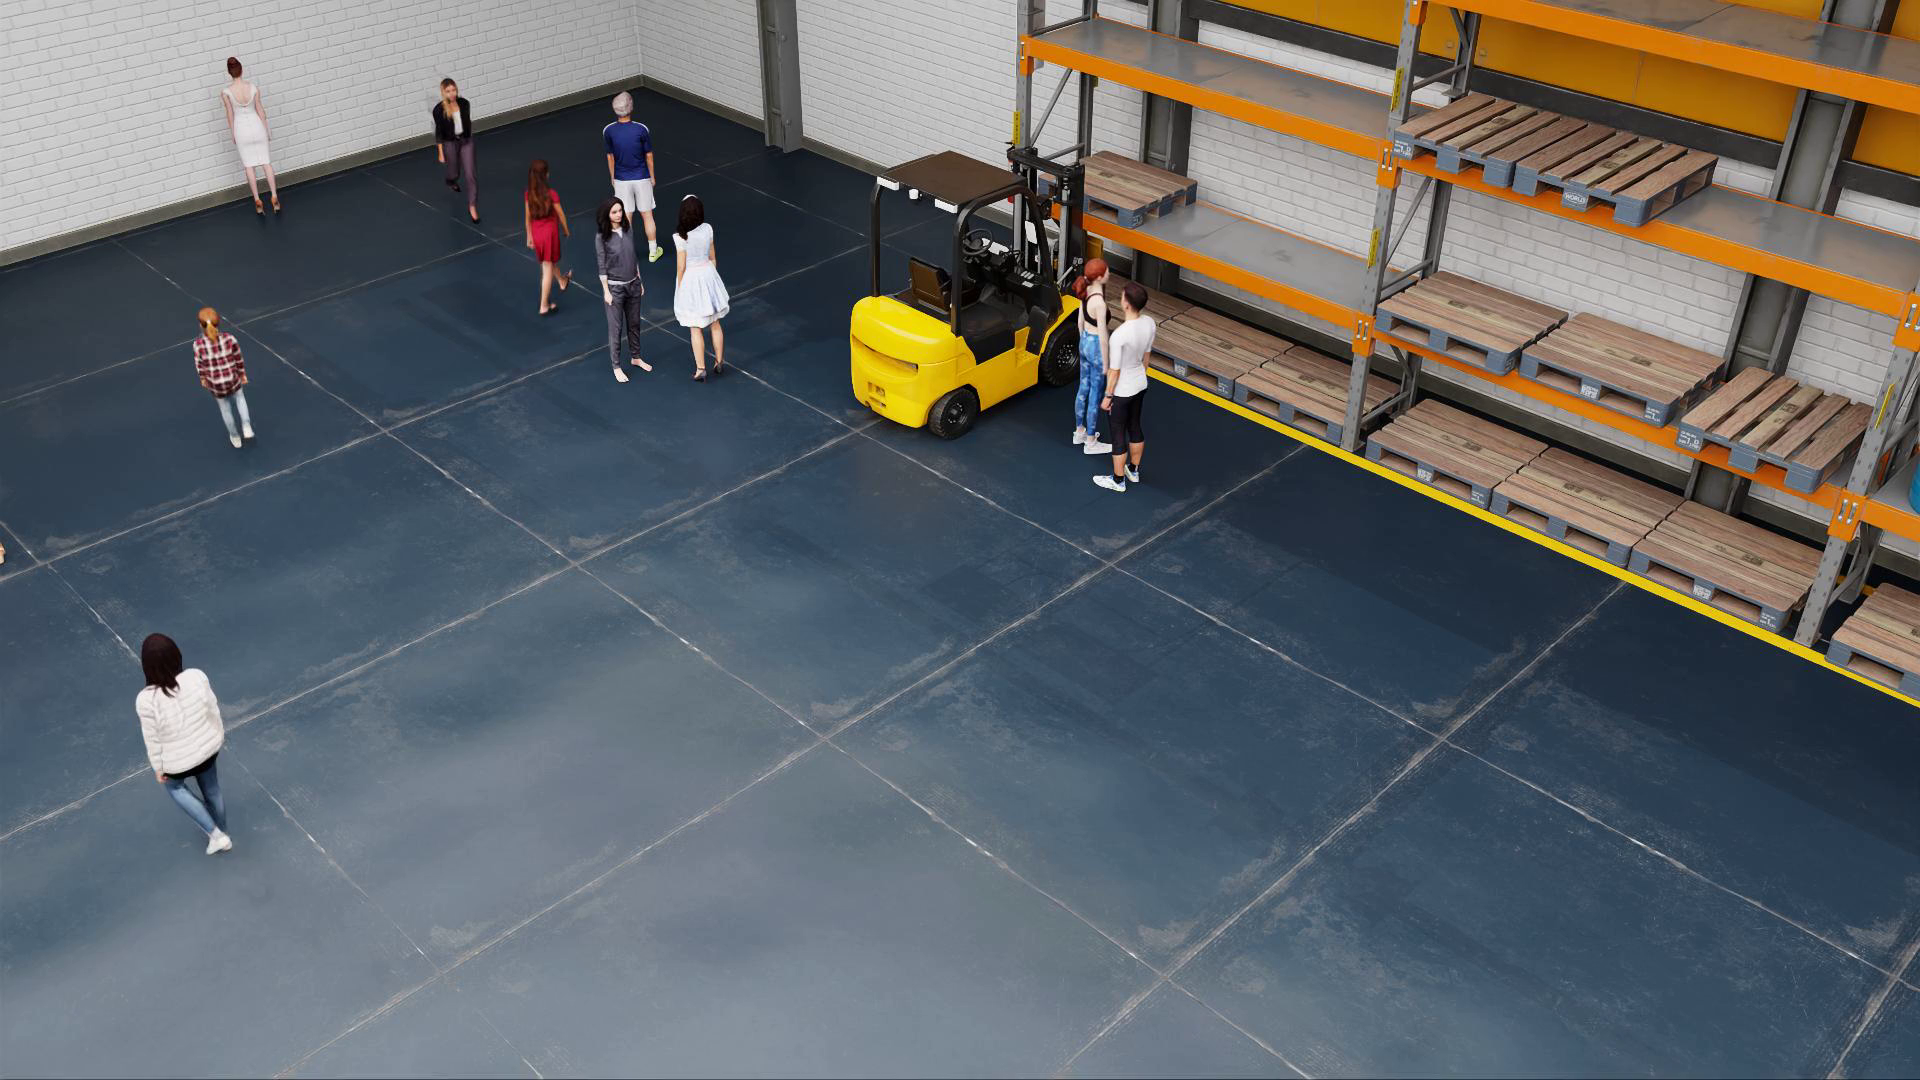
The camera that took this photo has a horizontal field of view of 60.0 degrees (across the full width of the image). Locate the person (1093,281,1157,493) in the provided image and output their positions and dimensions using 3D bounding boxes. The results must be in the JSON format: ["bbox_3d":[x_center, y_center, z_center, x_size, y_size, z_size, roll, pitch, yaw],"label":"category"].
[{"bbox_3d":[1.386,-1.264,13.707,0.550,1.852,0.657,28,43,35],"label":"person"}]

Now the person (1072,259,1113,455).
[{"bbox_3d":[1.143,-1.578,14.239,0.710,1.785,0.626,-14,36,-20],"label":"person"}]

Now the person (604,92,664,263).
[{"bbox_3d":[-3.461,-3.824,17.570,0.724,1.839,0.764,-3,34,-5],"label":"person"}]

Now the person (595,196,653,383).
[{"bbox_3d":[-3.148,-2.354,15.425,0.521,1.765,0.599,26,41,33],"label":"person"}]

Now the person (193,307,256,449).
[{"bbox_3d":[-6.358,-1.378,14.380,0.582,1.297,0.585,-18,38,-25],"label":"person"}]

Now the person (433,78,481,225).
[{"bbox_3d":[-5.635,-4.383,18.605,0.769,1.623,1.100,-19,38,-26],"label":"person"}]

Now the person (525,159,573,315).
[{"bbox_3d":[-4.160,-2.996,16.621,1.024,1.510,0.892,10,35,14],"label":"person"}]

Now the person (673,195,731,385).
[{"bbox_3d":[-2.393,-2.302,15.299,0.726,1.818,0.751,-23,40,-31],"label":"person"}]

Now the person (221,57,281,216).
[{"bbox_3d":[-7.975,-4.539,18.686,0.606,1.794,0.575,-16,37,-23],"label":"person"}]

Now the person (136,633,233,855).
[{"bbox_3d":[-4.642,1.294,10.066,0.661,1.622,0.647,25,41,33],"label":"person"}]
